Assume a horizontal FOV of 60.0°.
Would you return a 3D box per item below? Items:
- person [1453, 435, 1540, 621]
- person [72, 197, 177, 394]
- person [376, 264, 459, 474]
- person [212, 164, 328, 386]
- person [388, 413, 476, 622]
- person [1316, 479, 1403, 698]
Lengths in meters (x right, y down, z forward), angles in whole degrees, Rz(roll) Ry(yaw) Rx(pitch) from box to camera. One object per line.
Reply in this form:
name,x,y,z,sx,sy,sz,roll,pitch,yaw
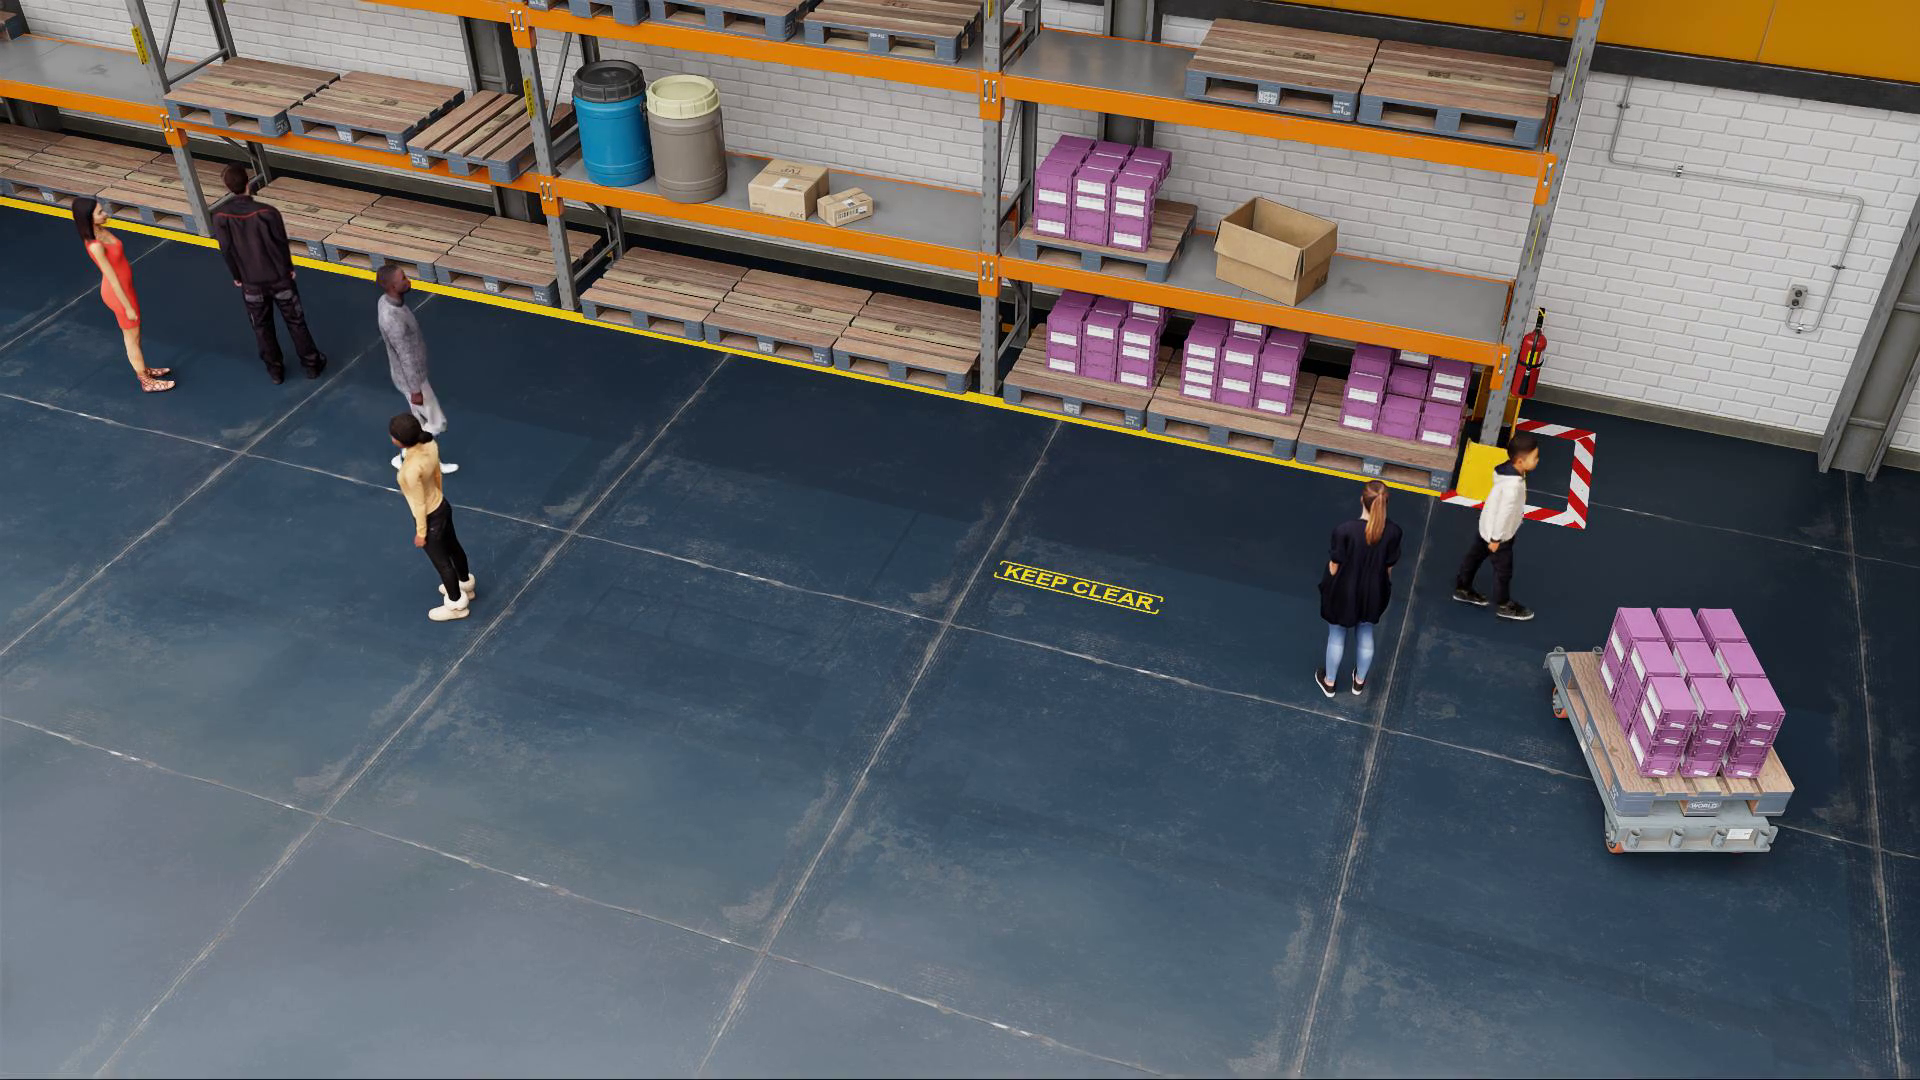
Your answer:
person,3.612,-0.110,11.367,0.781,1.438,0.618,11,40,14
person,-6.821,-1.990,13.496,0.728,1.719,0.659,-18,42,-21
person,-4.188,-1.201,12.424,0.914,1.825,0.861,-13,40,-16
person,-5.656,-2.155,13.546,0.715,1.915,0.839,-6,39,-8
person,-3.567,-0.172,11.270,0.614,1.656,0.647,4,39,6
person,2.539,0.317,10.637,0.620,1.683,0.763,0,39,0
